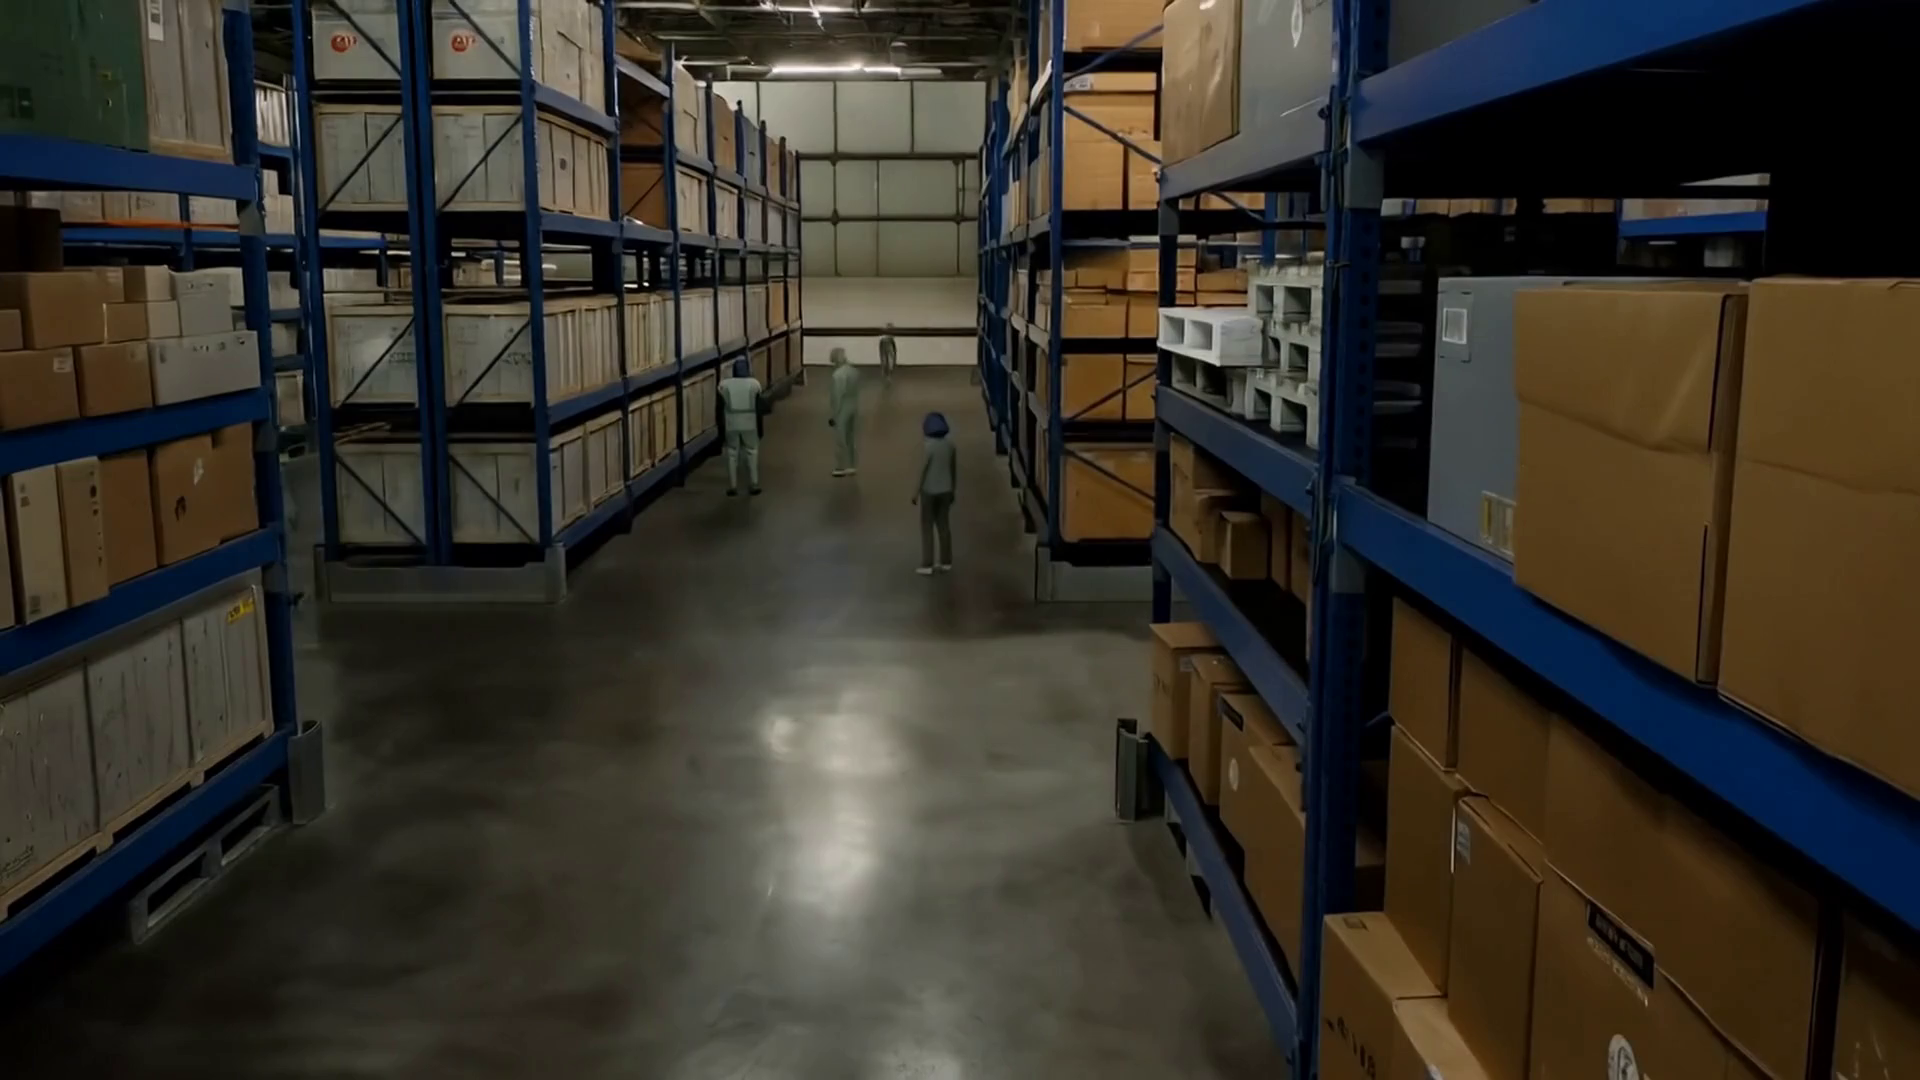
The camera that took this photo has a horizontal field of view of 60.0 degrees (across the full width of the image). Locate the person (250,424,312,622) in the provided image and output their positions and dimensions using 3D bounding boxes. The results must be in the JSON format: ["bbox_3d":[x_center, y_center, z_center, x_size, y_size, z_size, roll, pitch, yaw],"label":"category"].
[{"bbox_3d":[-5.923,-0.138,14.245,0.430,1.724,0.484,-1,9,-5],"label":"person"}]

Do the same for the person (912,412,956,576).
[{"bbox_3d":[-0.246,-0.459,16.512,0.335,1.624,0.511,7,12,37],"label":"person"}]

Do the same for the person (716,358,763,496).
[{"bbox_3d":[-2.943,-1.508,22.277,0.619,1.845,0.430,-1,9,-3],"label":"person"}]

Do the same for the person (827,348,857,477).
[{"bbox_3d":[-1.733,-1.868,24.404,0.413,1.879,0.745,4,10,22],"label":"person"}]

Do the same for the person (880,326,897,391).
[{"bbox_3d":[-1.807,-4.515,41.387,0.520,1.633,0.347,7,12,38],"label":"person"}]
